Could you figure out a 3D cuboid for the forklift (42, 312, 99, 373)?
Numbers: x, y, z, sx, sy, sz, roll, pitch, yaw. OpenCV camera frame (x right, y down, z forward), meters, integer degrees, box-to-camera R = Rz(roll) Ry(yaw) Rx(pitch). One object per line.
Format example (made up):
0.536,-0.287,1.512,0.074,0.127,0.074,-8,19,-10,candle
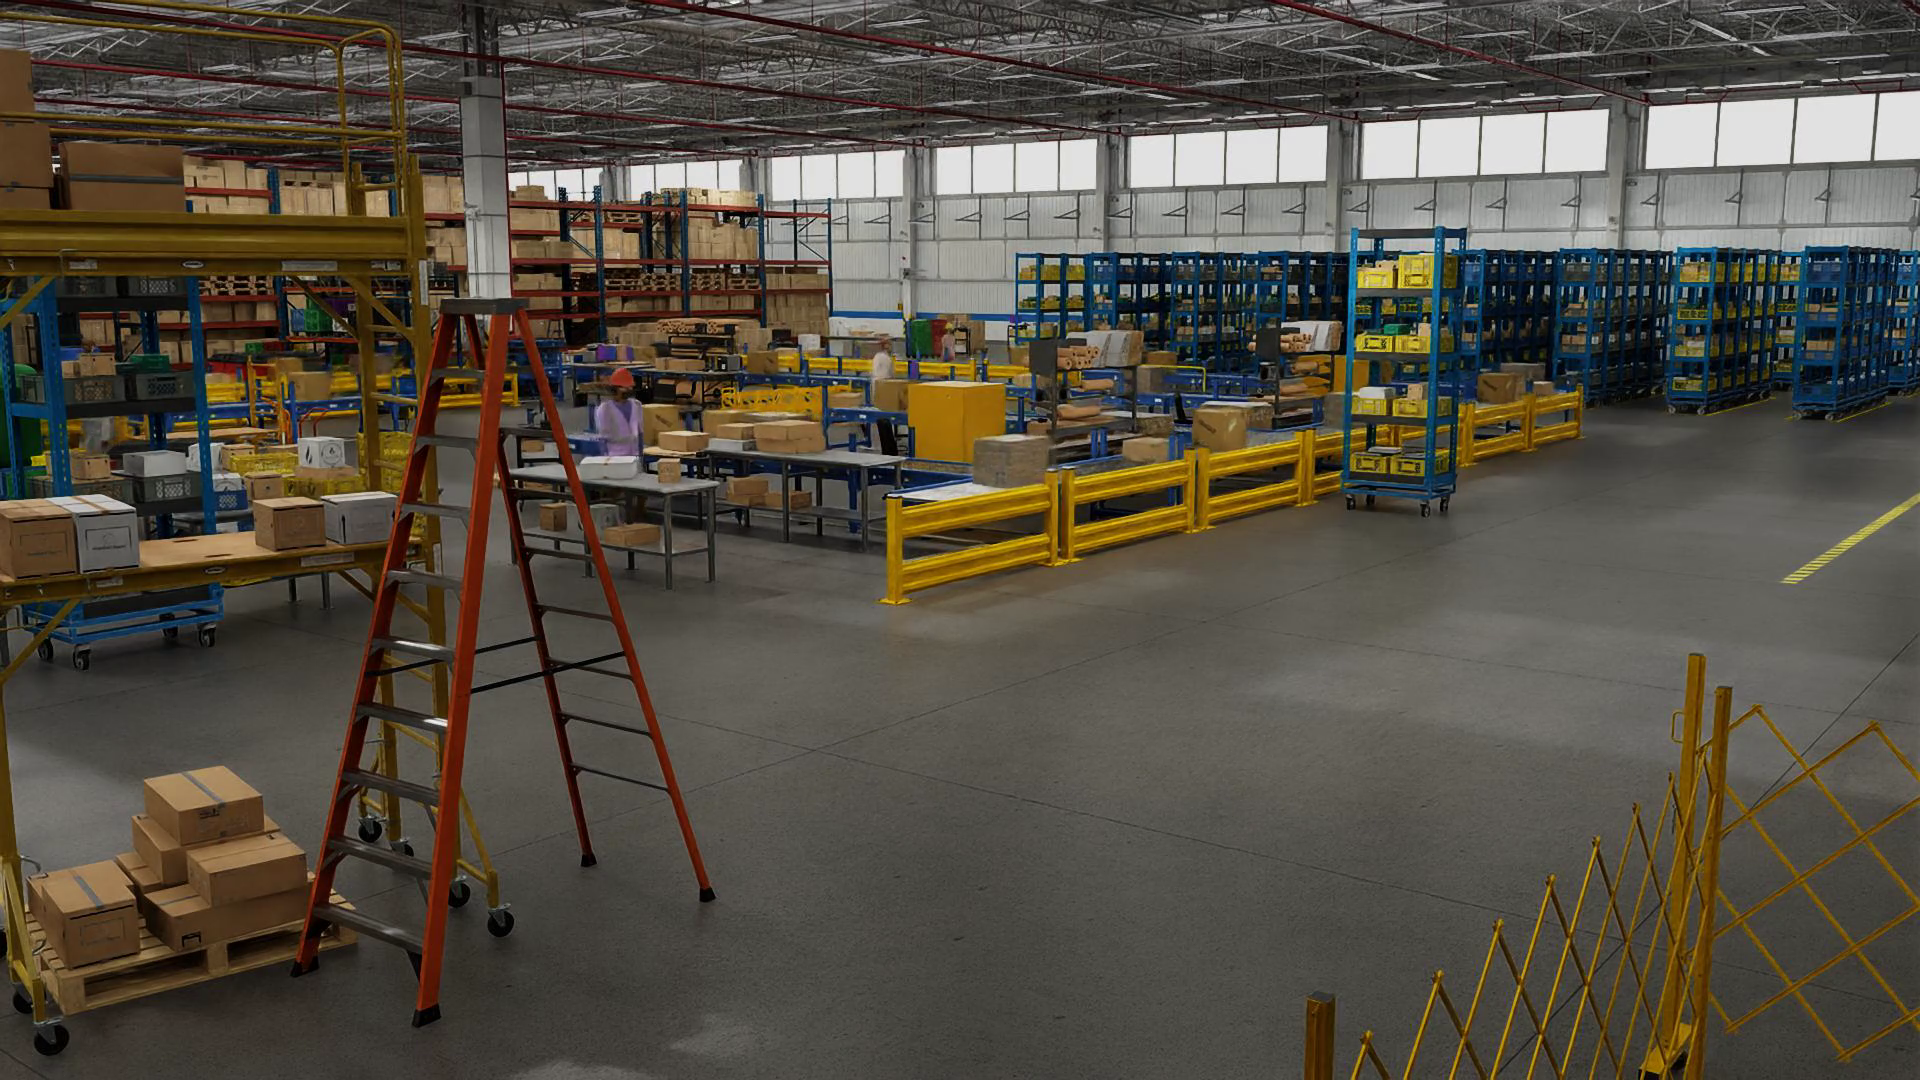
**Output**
-23.779,-5.451,44.052,1.873,2.768,1.129,7,11,36,forklift

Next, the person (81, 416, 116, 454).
-11.431,-1.401,22.071,0.602,1.818,0.408,8,12,40,person

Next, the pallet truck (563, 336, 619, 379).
-10.690,-5.294,48.215,1.601,1.201,0.680,-5,10,-26,pallet truck

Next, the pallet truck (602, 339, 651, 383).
-8.991,-4.871,45.351,0.653,1.274,1.630,7,11,37,pallet truck

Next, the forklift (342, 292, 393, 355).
-16.485,-5.622,45.120,1.129,2.768,1.873,7,11,37,forklift

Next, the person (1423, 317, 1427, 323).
13.141,-5.393,46.949,0.601,1.830,0.404,1,9,5,person

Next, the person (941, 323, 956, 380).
-0.318,-4.846,43.794,0.457,1.751,0.530,8,12,40,person

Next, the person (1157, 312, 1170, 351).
6.320,-6.059,50.677,0.834,1.964,0.654,3,9,16,person

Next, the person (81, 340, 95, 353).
-18.672,-3.490,35.712,0.299,1.624,0.538,2,9,14,person

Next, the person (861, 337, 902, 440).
-1.415,-2.732,30.167,0.653,1.887,0.652,-3,10,-18,person

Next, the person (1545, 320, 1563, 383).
15.937,-5.000,44.479,0.436,1.834,0.588,6,11,34,person

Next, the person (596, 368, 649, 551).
-3.613,-0.856,18.059,0.774,2.013,0.638,8,12,42,person
